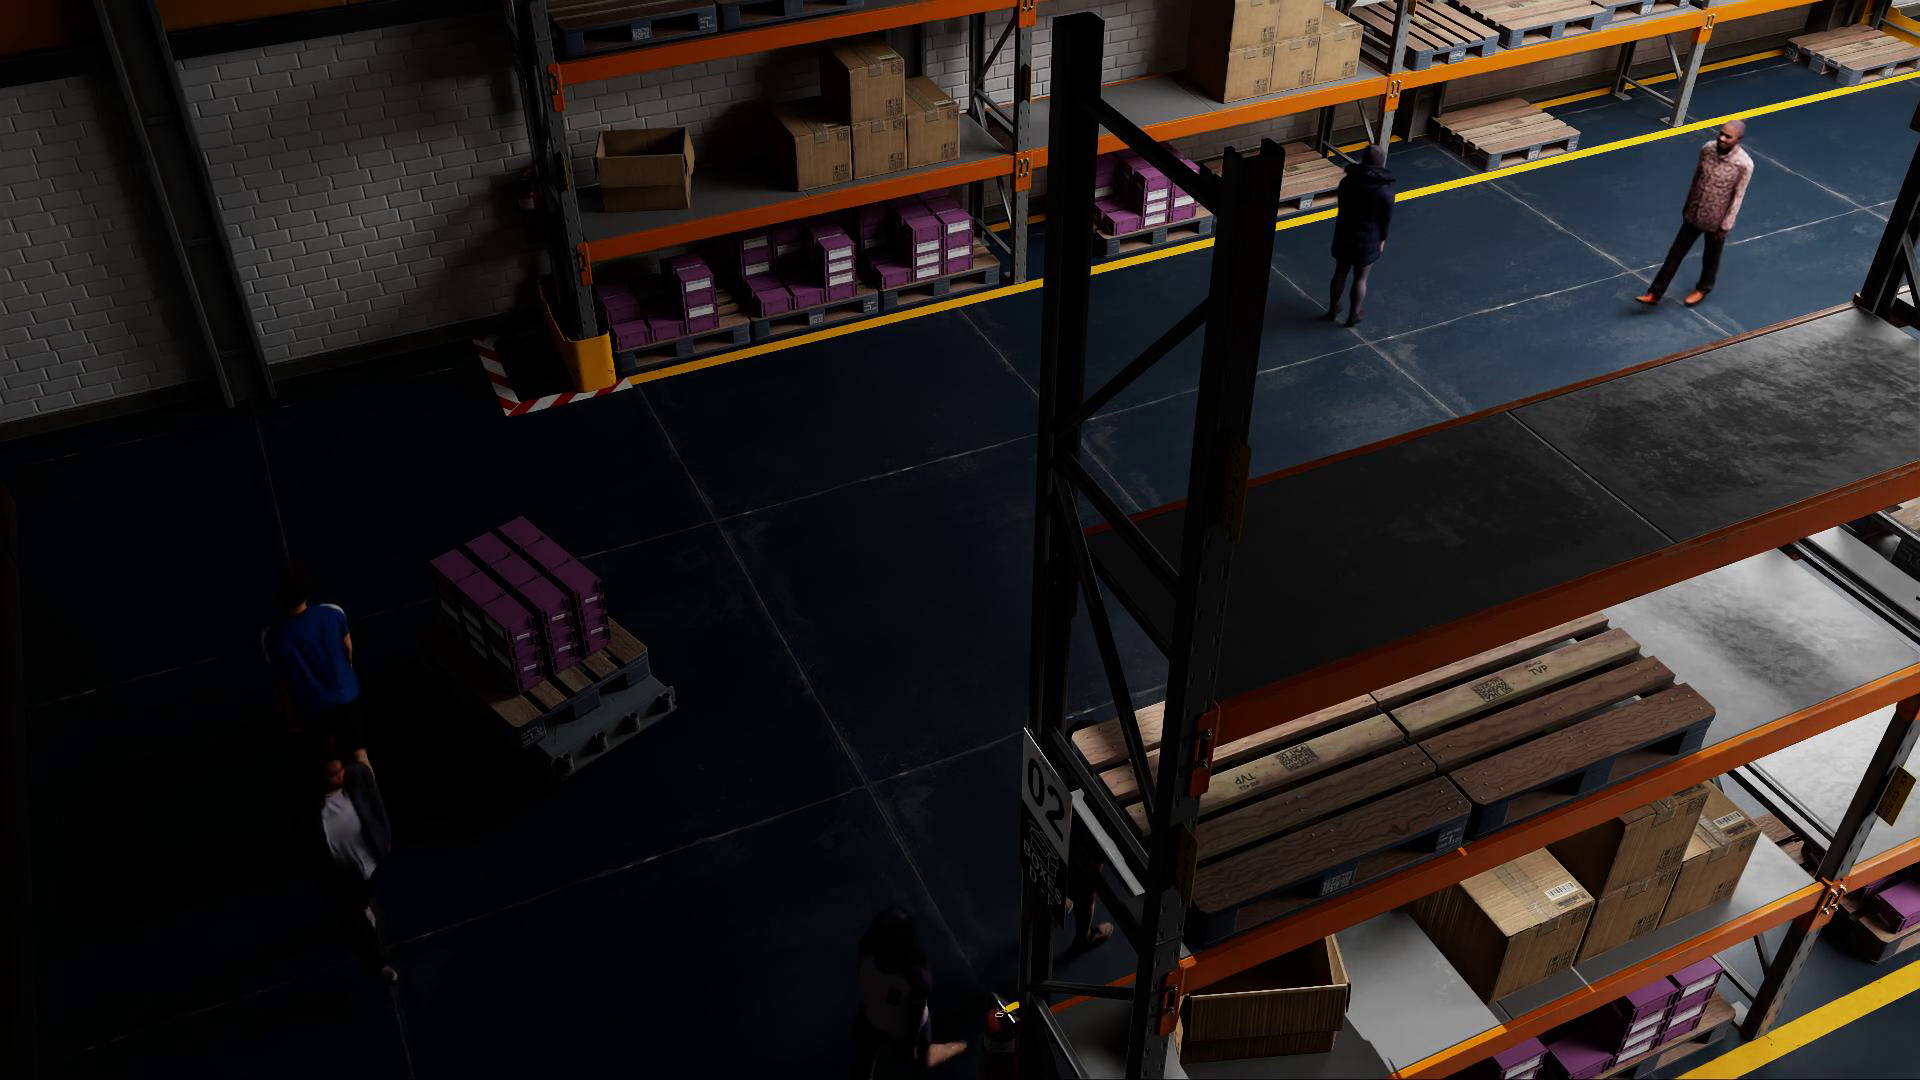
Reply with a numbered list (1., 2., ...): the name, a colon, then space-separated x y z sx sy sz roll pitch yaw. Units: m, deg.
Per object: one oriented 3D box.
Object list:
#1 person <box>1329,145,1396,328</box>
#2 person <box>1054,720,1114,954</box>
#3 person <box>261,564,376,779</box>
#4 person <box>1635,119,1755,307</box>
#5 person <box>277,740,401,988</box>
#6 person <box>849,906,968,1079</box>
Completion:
1. person: 3.449 -2.643 14.414 0.781 1.675 0.814 22 43 25
2. person: 0.633 1.618 9.098 0.655 1.651 0.654 28 47 31
3. person: -3.681 0.985 9.761 1.243 1.812 0.781 -21 43 -24
4. person: 6.640 -2.864 14.614 1.155 1.772 0.859 -24 44 -27
5. person: -3.386 1.664 9.114 1.041 1.559 0.928 -26 45 -29
6. person: -0.256 2.325 8.192 0.938 1.677 1.098 24 45 27
